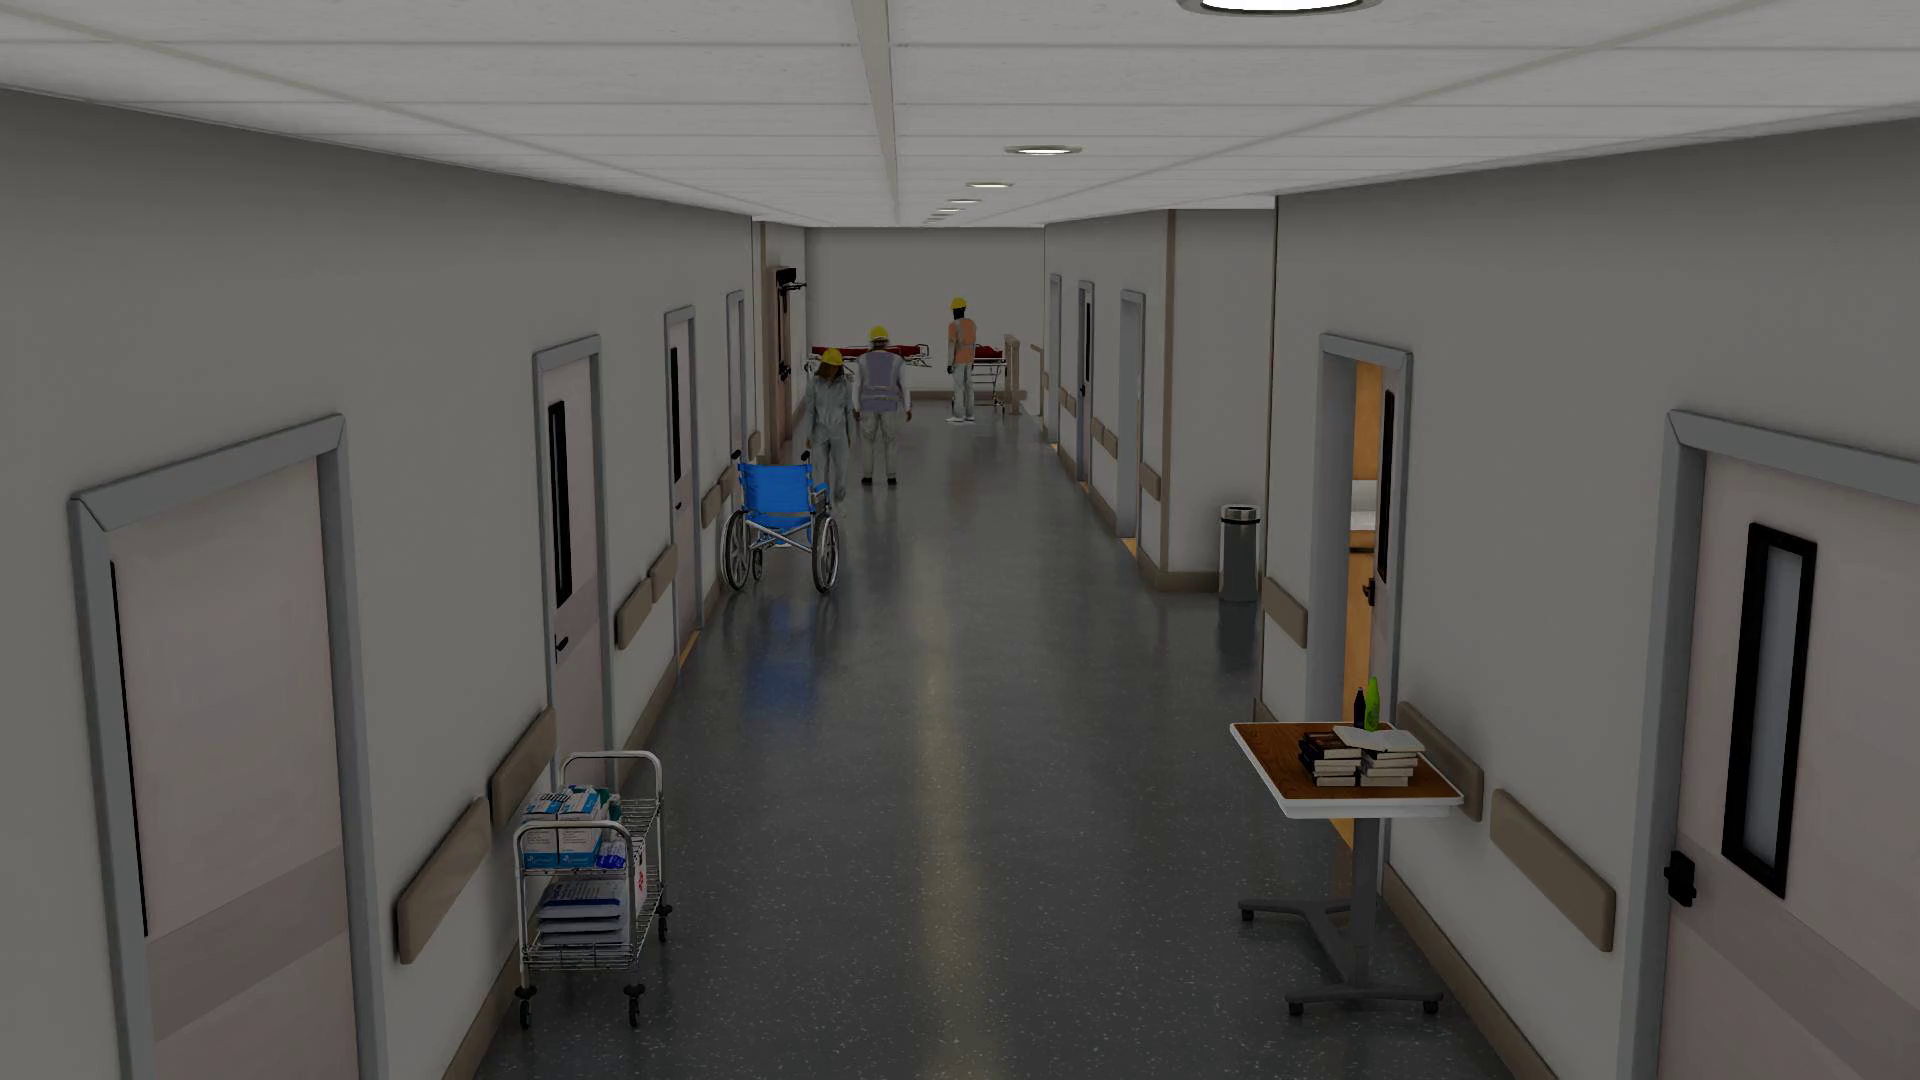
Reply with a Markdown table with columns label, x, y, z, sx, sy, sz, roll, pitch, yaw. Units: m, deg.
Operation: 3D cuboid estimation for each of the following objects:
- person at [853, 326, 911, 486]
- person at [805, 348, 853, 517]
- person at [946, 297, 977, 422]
| label | x | y | z | sx | sy | sz | roll | pitch | yaw |
| --- | --- | --- | --- | --- | --- | --- | --- | --- | --- |
| person | -0.885 | -1.522 | 18.981 | 0.652 | 1.815 | 0.430 | -1 | 10 | -3 |
| person | -1.302 | -1.051 | 16.600 | 0.493 | 1.726 | 0.402 | -2 | 10 | -8 |
| person | 0.008 | -2.776 | 25.671 | 0.397 | 1.920 | 0.586 | 9 | 13 | 40 |
